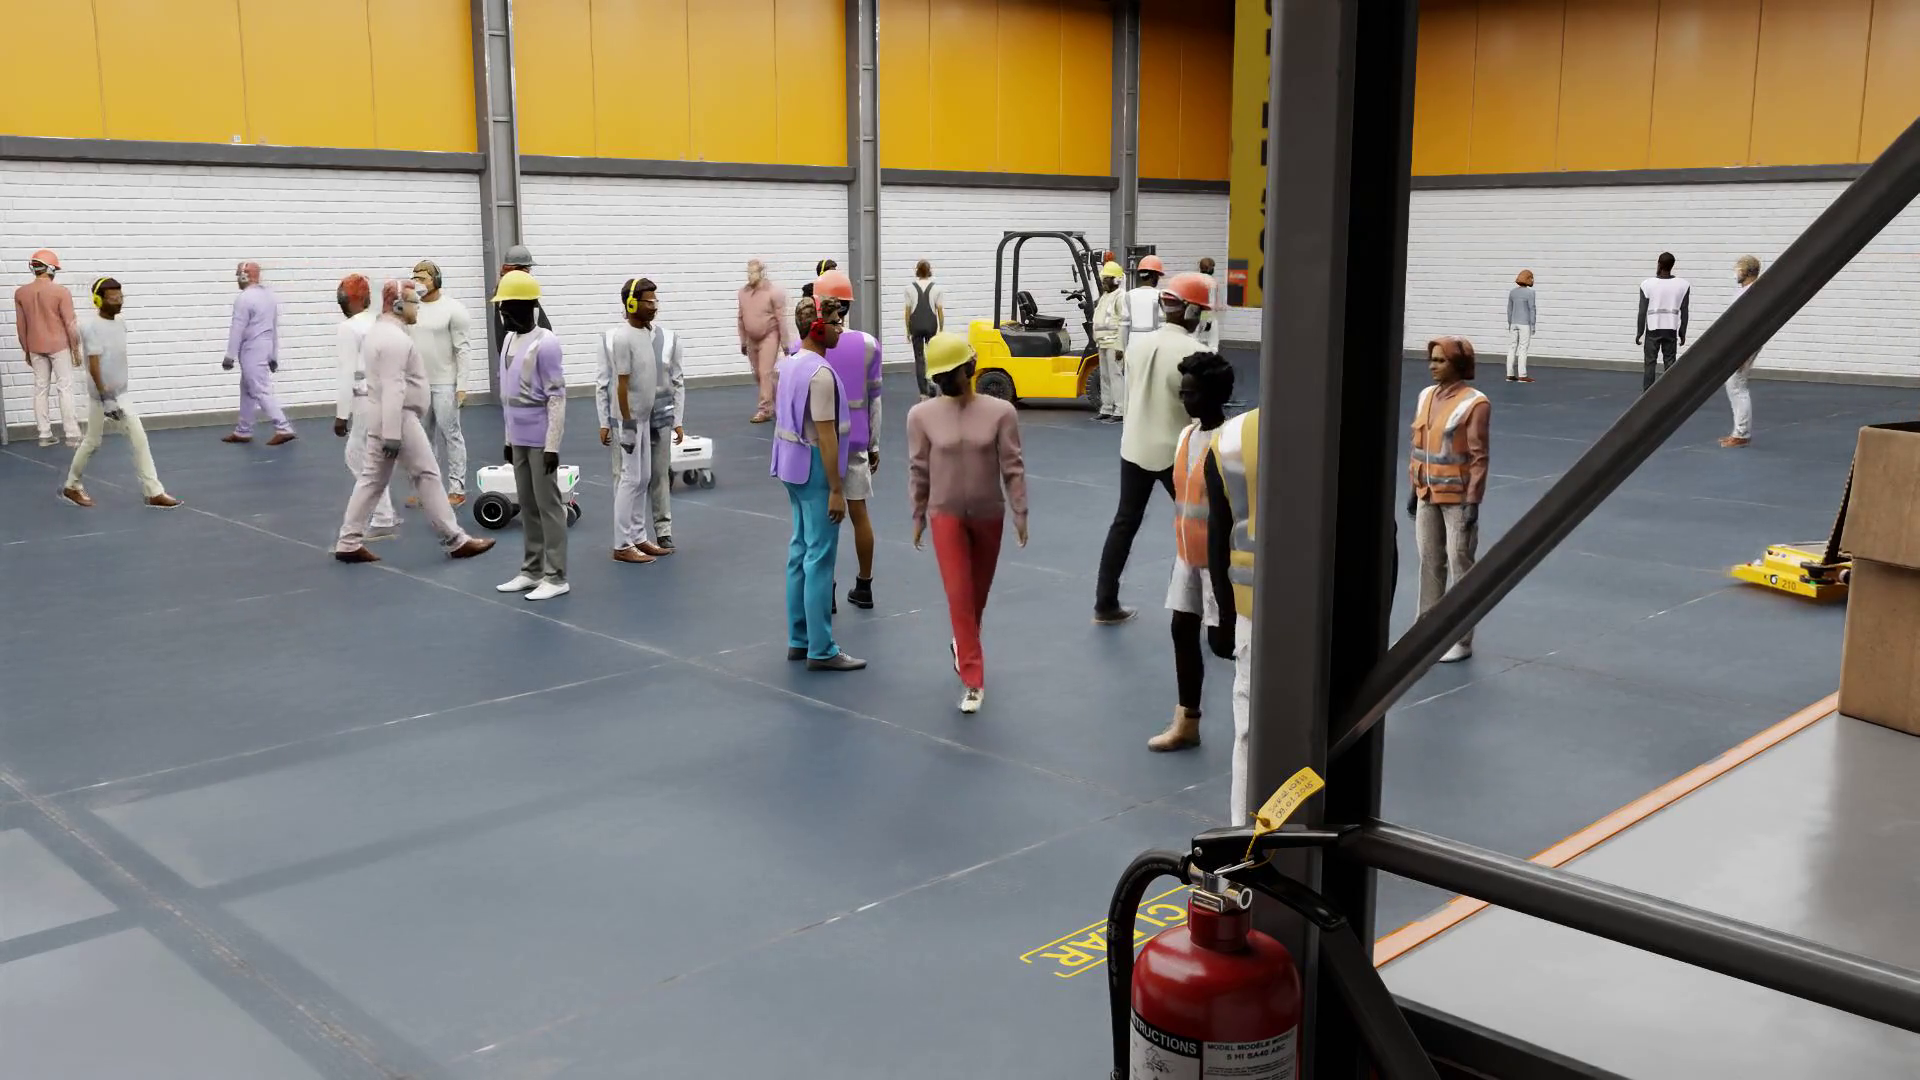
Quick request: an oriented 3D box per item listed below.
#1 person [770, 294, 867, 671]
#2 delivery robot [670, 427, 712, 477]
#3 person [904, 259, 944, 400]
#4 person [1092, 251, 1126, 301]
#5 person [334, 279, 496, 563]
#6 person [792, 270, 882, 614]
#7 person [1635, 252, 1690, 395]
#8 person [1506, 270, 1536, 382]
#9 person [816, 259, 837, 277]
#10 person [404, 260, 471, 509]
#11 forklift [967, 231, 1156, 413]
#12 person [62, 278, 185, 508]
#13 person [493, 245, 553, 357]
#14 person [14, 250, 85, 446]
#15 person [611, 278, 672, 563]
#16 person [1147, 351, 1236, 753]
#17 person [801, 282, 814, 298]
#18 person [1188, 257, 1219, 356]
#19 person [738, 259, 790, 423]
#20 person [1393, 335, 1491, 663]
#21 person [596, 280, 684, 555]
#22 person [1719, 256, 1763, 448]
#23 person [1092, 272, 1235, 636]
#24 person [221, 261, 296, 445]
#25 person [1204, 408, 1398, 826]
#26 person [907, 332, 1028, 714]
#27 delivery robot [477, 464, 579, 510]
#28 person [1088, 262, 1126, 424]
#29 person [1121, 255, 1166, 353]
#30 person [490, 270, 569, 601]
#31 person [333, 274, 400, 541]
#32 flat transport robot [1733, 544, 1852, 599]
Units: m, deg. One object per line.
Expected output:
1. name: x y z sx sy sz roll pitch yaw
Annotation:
1. person: -0.721 -0.278 8.188 0.390 1.846 0.565 -5 11 -24
2. delivery robot: -2.432 -0.730 13.923 0.707 0.478 0.477 -9 14 -40
3. person: -0.468 -2.707 21.504 0.501 1.826 0.442 -1 10 -3
4. person: 2.282 -3.491 25.615 0.575 1.883 0.362 -3 11 -18
5. person: -3.635 -0.750 10.820 1.012 1.864 0.672 -6 12 -29
6. person: -0.713 -0.553 9.440 0.552 1.935 0.370 -6 12 -30
7. person: 8.679 -2.585 20.567 0.597 1.919 0.378 2 11 10
8. person: 8.207 -3.124 24.293 0.265 1.631 0.507 -5 12 -26
9. person: -1.478 -2.136 18.263 0.309 1.868 0.535 1 10 6
10. person: -4.115 -1.209 13.018 0.628 1.940 0.373 3 11 16
11. forklift: 1.222 -2.721 20.561 2.313 2.155 1.214 2 11 13
12. person: -6.655 -1.131 12.982 1.003 1.820 0.498 3 11 16
13. person: -4.214 -1.831 16.129 0.538 2.000 0.685 -6 12 -31
14. person: -9.199 -1.936 16.854 0.608 1.985 0.394 1 10 3
15. person: -2.108 -0.775 10.884 0.326 1.861 0.498 1 10 7
16. person: 1.097 0.052 6.846 0.583 1.672 0.528 -5 12 -26
17. person: -1.330 -1.536 15.464 0.321 1.699 0.539 0 10 1
18. person: 3.644 -3.377 25.217 0.925 1.812 0.617 -7 13 -35
19. person: -2.223 -2.308 19.199 0.662 1.880 0.775 7 12 33
20. person: 2.447 -0.210 8.384 0.310 1.639 0.521 -5 11 -24
21. person: -2.134 -0.812 11.138 0.587 1.833 0.404 -3 11 -15
22. person: 7.921 -1.884 16.799 0.339 1.918 0.711 5 12 26
23. person: 1.181 -0.456 8.936 0.563 1.948 0.792 -9 14 -41
24. person: -7.207 -1.897 16.959 0.770 1.890 0.659 0 10 -1
25. person: 1.110 0.233 5.416 0.625 1.844 0.429 6 12 28
26. person: 0.028 -0.125 7.759 0.548 1.705 0.878 -1 10 -6
27. delivery robot: -3.179 -0.428 12.278 0.707 0.478 0.477 -1 10 -5
28. person: 1.710 -2.223 18.871 0.430 1.834 0.606 -4 11 -18
29. person: 1.901 -1.900 16.812 0.542 1.928 0.374 6 12 31
30. person: -2.525 -0.608 9.770 0.384 1.928 0.589 -9 14 -40
31. person: -4.175 -0.915 11.622 0.432 1.867 0.576 -1 10 -3
32. flat transport robot: 5.534 0.155 10.128 1.431 0.197 0.652 -3 11 -18
